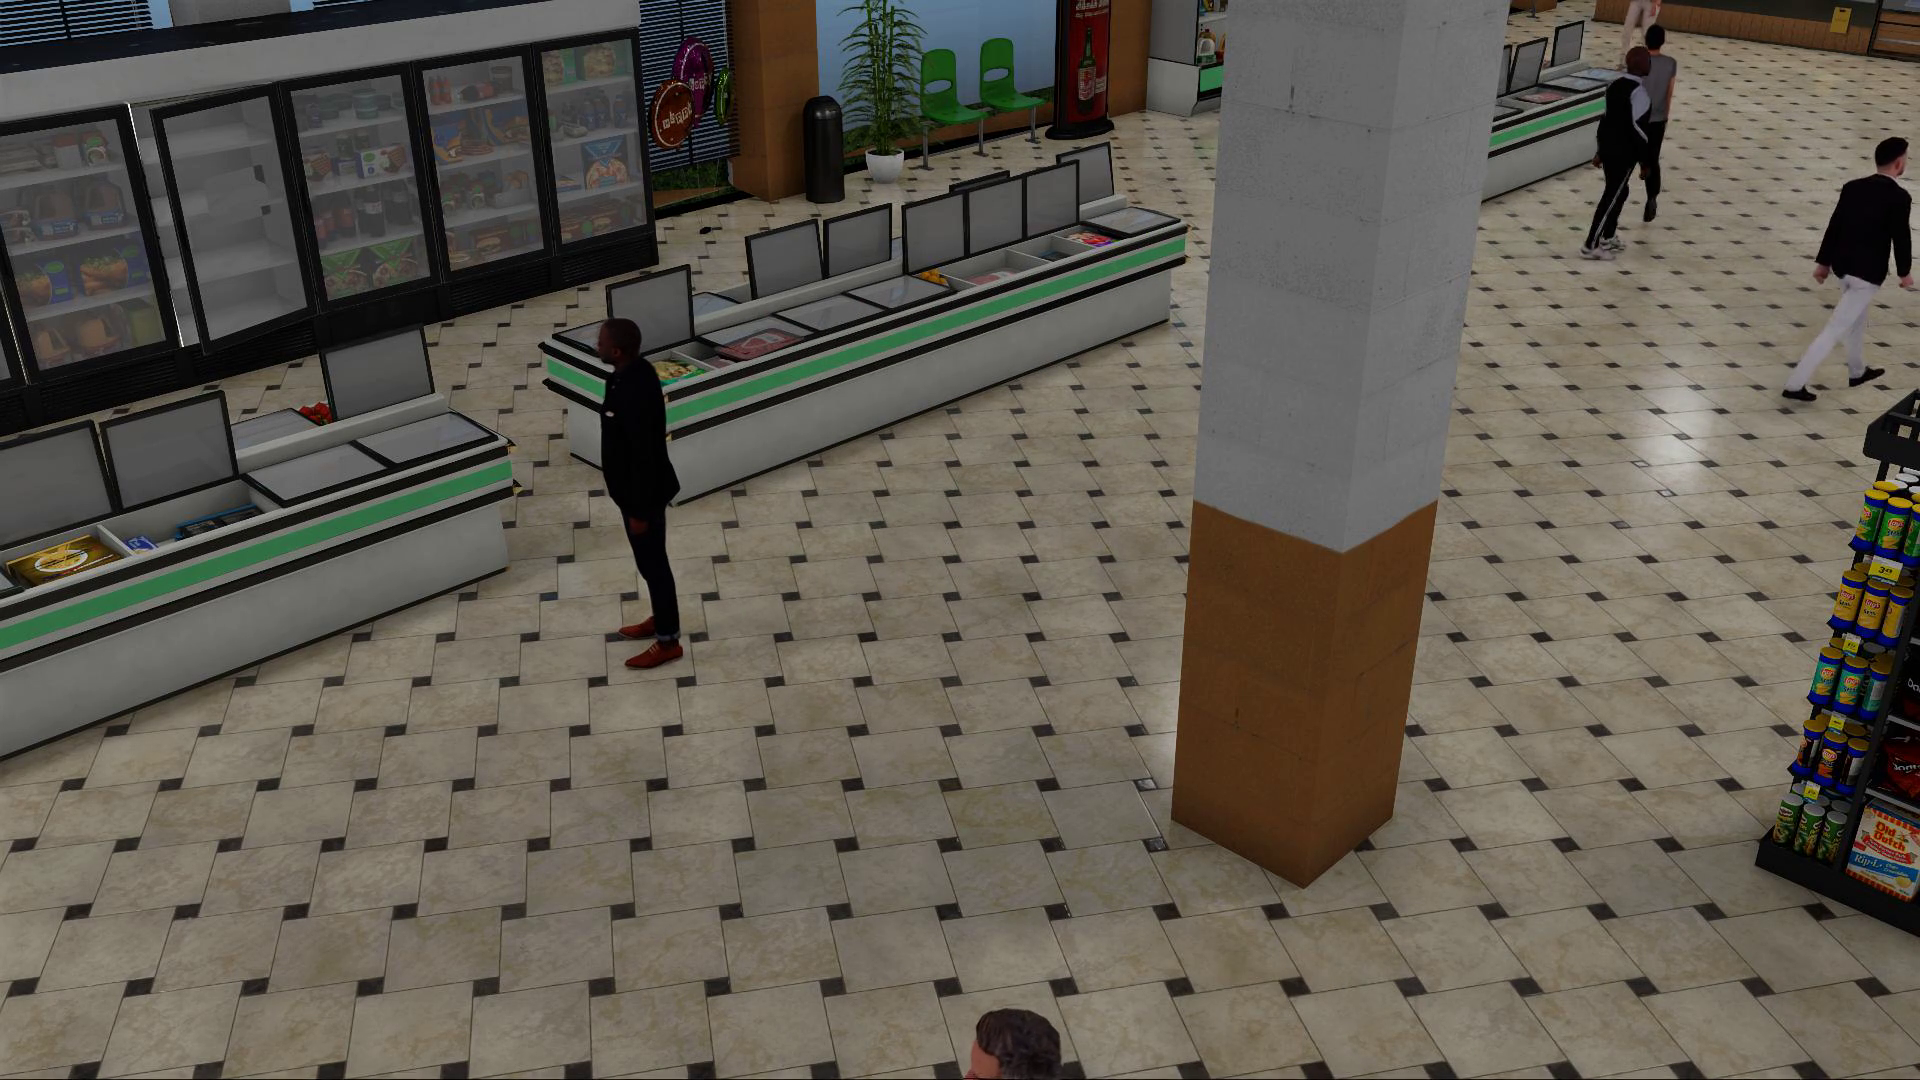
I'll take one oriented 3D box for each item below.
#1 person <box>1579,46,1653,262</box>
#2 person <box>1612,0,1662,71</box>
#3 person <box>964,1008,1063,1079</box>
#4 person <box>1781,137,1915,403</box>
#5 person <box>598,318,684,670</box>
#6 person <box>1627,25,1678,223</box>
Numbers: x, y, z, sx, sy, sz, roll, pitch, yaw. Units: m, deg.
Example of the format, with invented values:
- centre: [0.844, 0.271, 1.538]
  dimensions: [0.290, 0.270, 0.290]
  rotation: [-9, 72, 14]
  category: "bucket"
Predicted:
- centre: [5.534, -3.287, 14.200]
  dimensions: [0.942, 1.819, 0.888]
  rotation: [-4, 27, -7]
  category: "person"
- centre: [8.910, -6.915, 21.475]
  dimensions: [0.743, 1.710, 0.604]
  rotation: [-23, 35, -37]
  category: "person"
- centre: [0.174, 1.855, 4.054]
  dimensions: [0.761, 1.824, 0.767]
  rotation: [-6, 27, -12]
  category: "person"
- centre: [5.979, -1.760, 11.215]
  dimensions: [1.288, 1.794, 1.026]
  rotation: [-8, 28, -16]
  category: "person"
- centre: [-1.559, -0.239, 8.190]
  dimensions: [0.792, 1.818, 0.785]
  rotation: [-6, 28, -13]
  category: "person"
- centre: [6.357, -3.838, 15.384]
  dimensions: [1.038, 1.730, 1.176]
  rotation: [4, 27, 7]
  category: "person"
